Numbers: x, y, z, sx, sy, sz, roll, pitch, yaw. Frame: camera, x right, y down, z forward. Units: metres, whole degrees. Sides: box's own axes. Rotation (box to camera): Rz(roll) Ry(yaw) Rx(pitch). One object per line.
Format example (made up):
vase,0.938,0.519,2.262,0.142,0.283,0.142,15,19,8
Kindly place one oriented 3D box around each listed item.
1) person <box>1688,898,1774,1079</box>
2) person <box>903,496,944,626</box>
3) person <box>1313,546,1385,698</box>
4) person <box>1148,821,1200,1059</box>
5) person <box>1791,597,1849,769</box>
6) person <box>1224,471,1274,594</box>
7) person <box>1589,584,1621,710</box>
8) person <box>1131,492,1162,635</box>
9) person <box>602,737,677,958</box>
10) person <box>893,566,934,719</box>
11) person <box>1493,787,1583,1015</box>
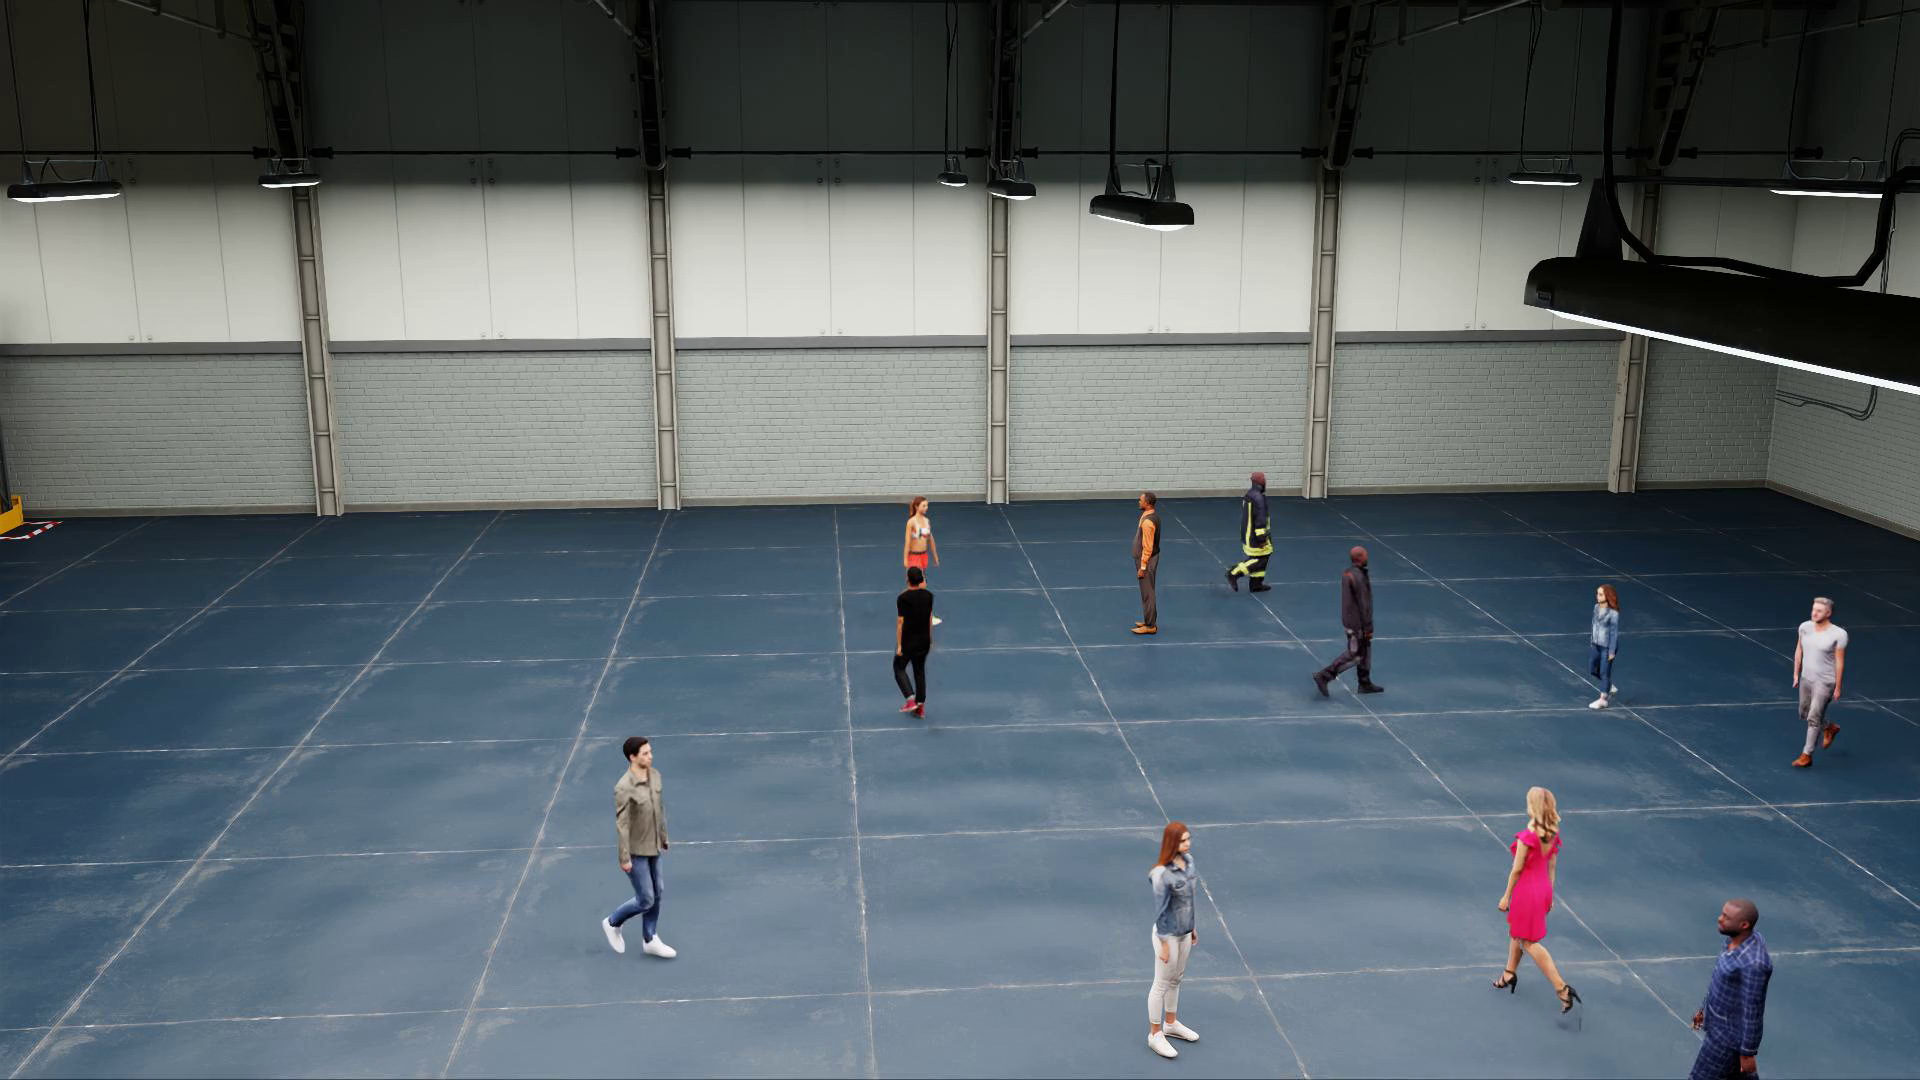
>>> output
person,4.921,3.098,10.385,1.104,1.800,0.934,5,14,20
person,-0.640,0.277,22.648,1.076,1.762,1.028,11,17,40
person,4.576,0.978,19.538,1.138,1.801,0.734,0,13,-2
person,1.503,2.807,11.858,0.735,1.703,0.682,10,16,37
person,9.043,1.470,17.397,1.165,1.807,0.948,-7,15,-27
person,4.225,-0.094,24.155,0.954,1.806,0.744,-1,13,-3
person,7.513,1.227,19.209,0.722,1.465,0.686,-5,14,-20
person,2.520,0.298,22.236,0.728,1.908,0.767,3,13,14
person,-2.594,2.426,13.165,0.984,1.854,0.900,5,14,21
person,-0.486,1.178,18.796,0.700,1.746,0.806,-8,15,-32
person,4.309,2.698,12.341,1.015,1.696,0.981,-10,17,-38
